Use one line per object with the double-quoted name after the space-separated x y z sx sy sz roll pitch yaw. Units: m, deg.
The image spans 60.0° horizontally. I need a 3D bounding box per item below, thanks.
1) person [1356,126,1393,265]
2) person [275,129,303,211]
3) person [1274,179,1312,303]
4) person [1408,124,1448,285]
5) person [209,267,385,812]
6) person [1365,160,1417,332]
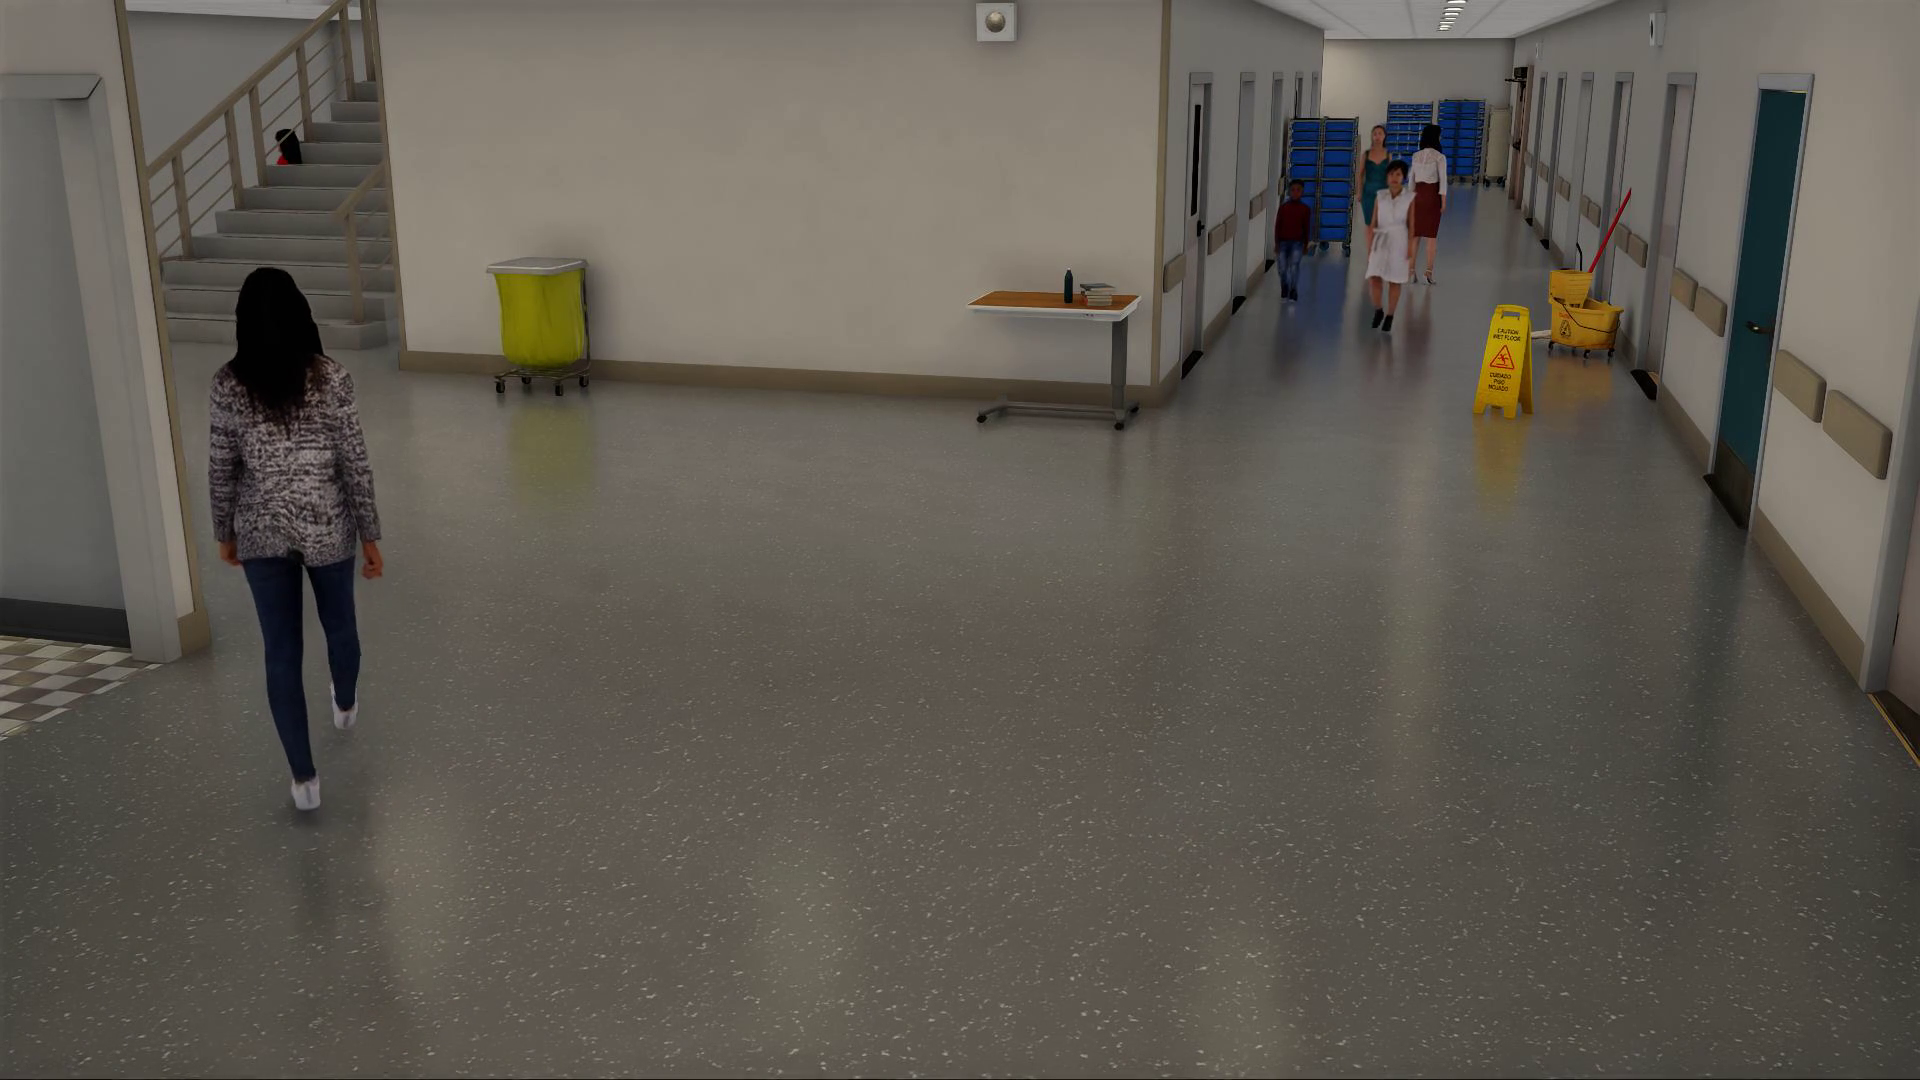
5.089 -4.205 20.368 0.578 1.671 0.632 4 16 15 "person"
-6.906 -3.385 17.319 0.678 1.746 0.562 3 16 10 "person"
3.425 -3.094 17.209 0.527 1.246 0.843 5 17 18 "person"
5.230 -3.755 18.626 0.679 1.751 0.677 -15 22 -43 "person"
-2.128 0.030 5.318 1.087 1.685 1.232 -6 17 -21 "person"
3.953 -2.685 15.211 0.593 1.543 0.635 6 17 21 "person"
